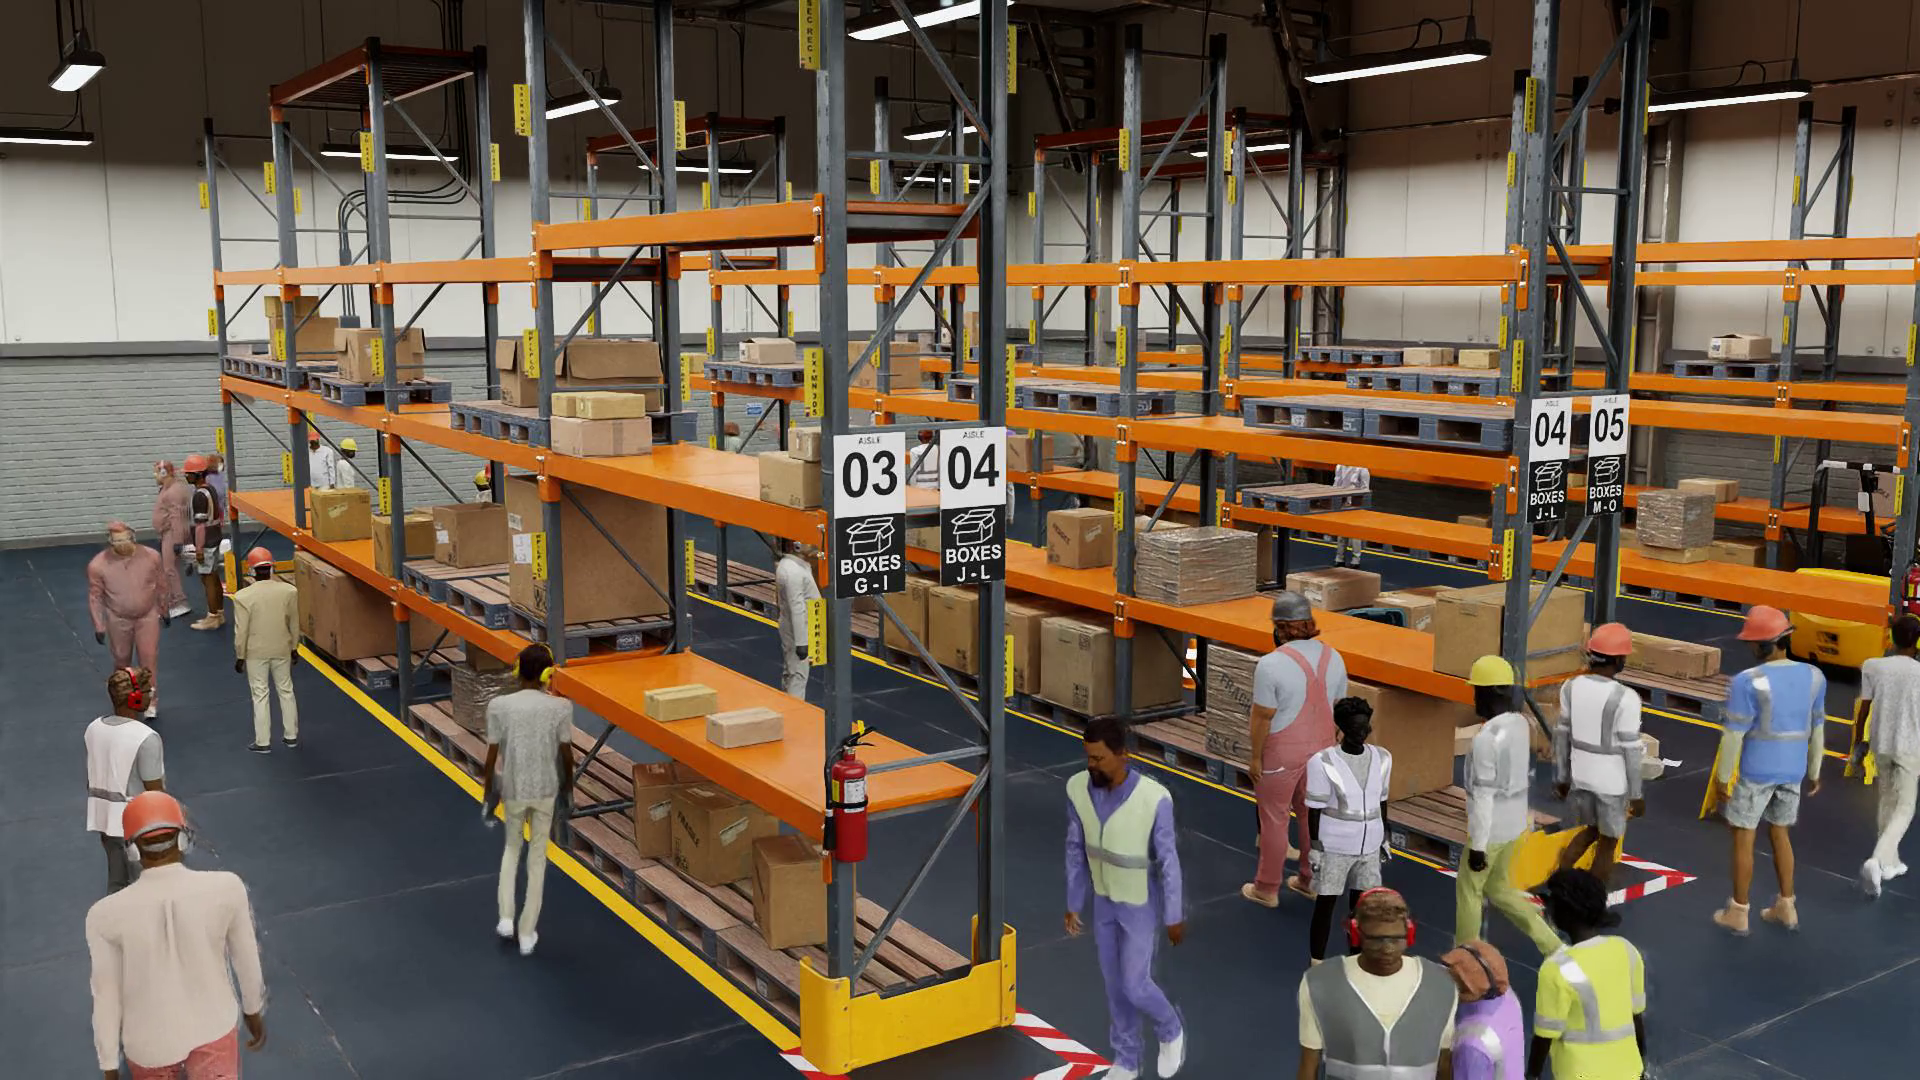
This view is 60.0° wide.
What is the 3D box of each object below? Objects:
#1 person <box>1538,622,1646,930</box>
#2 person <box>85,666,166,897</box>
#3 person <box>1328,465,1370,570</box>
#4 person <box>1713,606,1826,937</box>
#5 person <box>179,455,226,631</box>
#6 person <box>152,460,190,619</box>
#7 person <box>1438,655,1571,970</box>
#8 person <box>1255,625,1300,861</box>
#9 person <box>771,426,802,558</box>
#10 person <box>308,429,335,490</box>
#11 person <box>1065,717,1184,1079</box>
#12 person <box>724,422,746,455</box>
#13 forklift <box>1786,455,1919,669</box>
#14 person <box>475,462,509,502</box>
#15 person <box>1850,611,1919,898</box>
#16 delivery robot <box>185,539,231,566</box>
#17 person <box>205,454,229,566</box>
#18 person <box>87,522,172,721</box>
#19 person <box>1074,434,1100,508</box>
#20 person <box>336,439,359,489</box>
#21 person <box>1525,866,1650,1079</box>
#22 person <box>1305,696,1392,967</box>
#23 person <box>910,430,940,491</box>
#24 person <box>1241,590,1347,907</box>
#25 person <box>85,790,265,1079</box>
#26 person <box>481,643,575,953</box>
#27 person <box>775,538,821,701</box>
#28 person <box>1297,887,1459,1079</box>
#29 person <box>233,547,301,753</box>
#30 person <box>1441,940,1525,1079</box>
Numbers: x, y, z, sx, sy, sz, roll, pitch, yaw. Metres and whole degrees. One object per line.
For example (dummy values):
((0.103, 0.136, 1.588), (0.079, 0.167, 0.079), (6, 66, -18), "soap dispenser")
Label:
((3.872, 1.448, 10.108), (0.474, 1.921, 0.552), (-4, 9, -24), "person")
((-4.608, 1.619, 9.235), (0.567, 1.841, 0.375), (5, 10, 29), "person")
((5.417, -0.475, 23.222), (0.404, 1.827, 0.599), (-6, 10, -34), "person")
((4.922, 1.400, 10.113), (0.656, 2.021, 0.407), (-1, 9, -10), "person")
((-8.731, 0.034, 19.180), (0.399, 2.040, 0.611), (-2, 9, -12), "person")
((-9.480, -0.012, 19.934), (0.454, 1.891, 0.666), (-5, 10, -28), "person")
((3.039, 1.591, 9.268), (0.731, 1.899, 0.584), (7, 11, 39), "person")
((2.218, 1.366, 11.441), (0.321, 1.686, 0.539), (-3, 9, -20), "person")
((-2.396, -0.658, 23.889), (0.595, 2.003, 0.986), (-6, 10, -34), "person")
((-10.260, -0.925, 26.517), (0.568, 1.740, 0.354), (-1, 9, -8), "person")
((0.797, 1.763, 8.108), (0.494, 1.892, 0.604), (-8, 12, -44), "person")
((-4.030, -1.289, 29.449), (0.862, 1.592, 0.501), (-8, 12, -44), "person")
((9.643, 0.253, 17.172), (2.313, 2.155, 1.214), (-6, 10, -33), "forklift")
((-5.139, 0.117, 18.577), (0.605, 2.045, 0.376), (1, 9, 10), "person")
((6.082, 1.385, 10.826), (0.838, 1.845, 0.522), (-7, 11, -40), "person")
((-10.429, 0.137, 23.063), (0.477, 0.478, 0.707), (1, 9, 5), "delivery robot")
((-10.511, -0.413, 23.492), (0.346, 1.615, 0.520), (1, 9, 8), "person")
((-7.638, 0.718, 15.331), (0.682, 1.835, 1.027), (-5, 10, -28), "person")
((2.187, -1.326, 28.781), (0.569, 1.860, 0.435), (-6, 11, -36), "person")
((-8.985, -0.610, 24.405), (0.373, 1.752, 0.518), (-4, 9, -25), "person")
((2.445, 2.110, 6.612), (0.541, 1.633, 0.922), (-6, 11, -36), "person")
((2.158, 1.693, 9.227), (0.541, 1.695, 0.315), (-3, 9, -18), "person")
((-0.514, -0.794, 25.175), (0.574, 1.883, 0.355), (-5, 10, -33), "person")
((2.103, 1.310, 10.642), (0.683, 2.000, 0.535), (-5, 10, -29), "person")
((-3.083, 1.974, 6.620), (0.632, 1.948, 1.053), (-5, 10, -32), "person")
((-2.571, 1.517, 9.951), (0.550, 1.835, 0.579), (-1, 9, -8), "person")
((-1.376, 0.818, 14.358), (0.407, 1.910, 0.638), (-2, 9, -11), "person")
((1.488, 2.112, 5.980), (0.563, 1.836, 0.376), (0, 9, 0), "person")
((-5.901, 0.927, 14.145), (0.336, 1.747, 0.575), (7, 11, 40), "person")
((1.912, 2.214, 6.054), (0.322, 1.617, 0.585), (6, 11, 36), "person")
